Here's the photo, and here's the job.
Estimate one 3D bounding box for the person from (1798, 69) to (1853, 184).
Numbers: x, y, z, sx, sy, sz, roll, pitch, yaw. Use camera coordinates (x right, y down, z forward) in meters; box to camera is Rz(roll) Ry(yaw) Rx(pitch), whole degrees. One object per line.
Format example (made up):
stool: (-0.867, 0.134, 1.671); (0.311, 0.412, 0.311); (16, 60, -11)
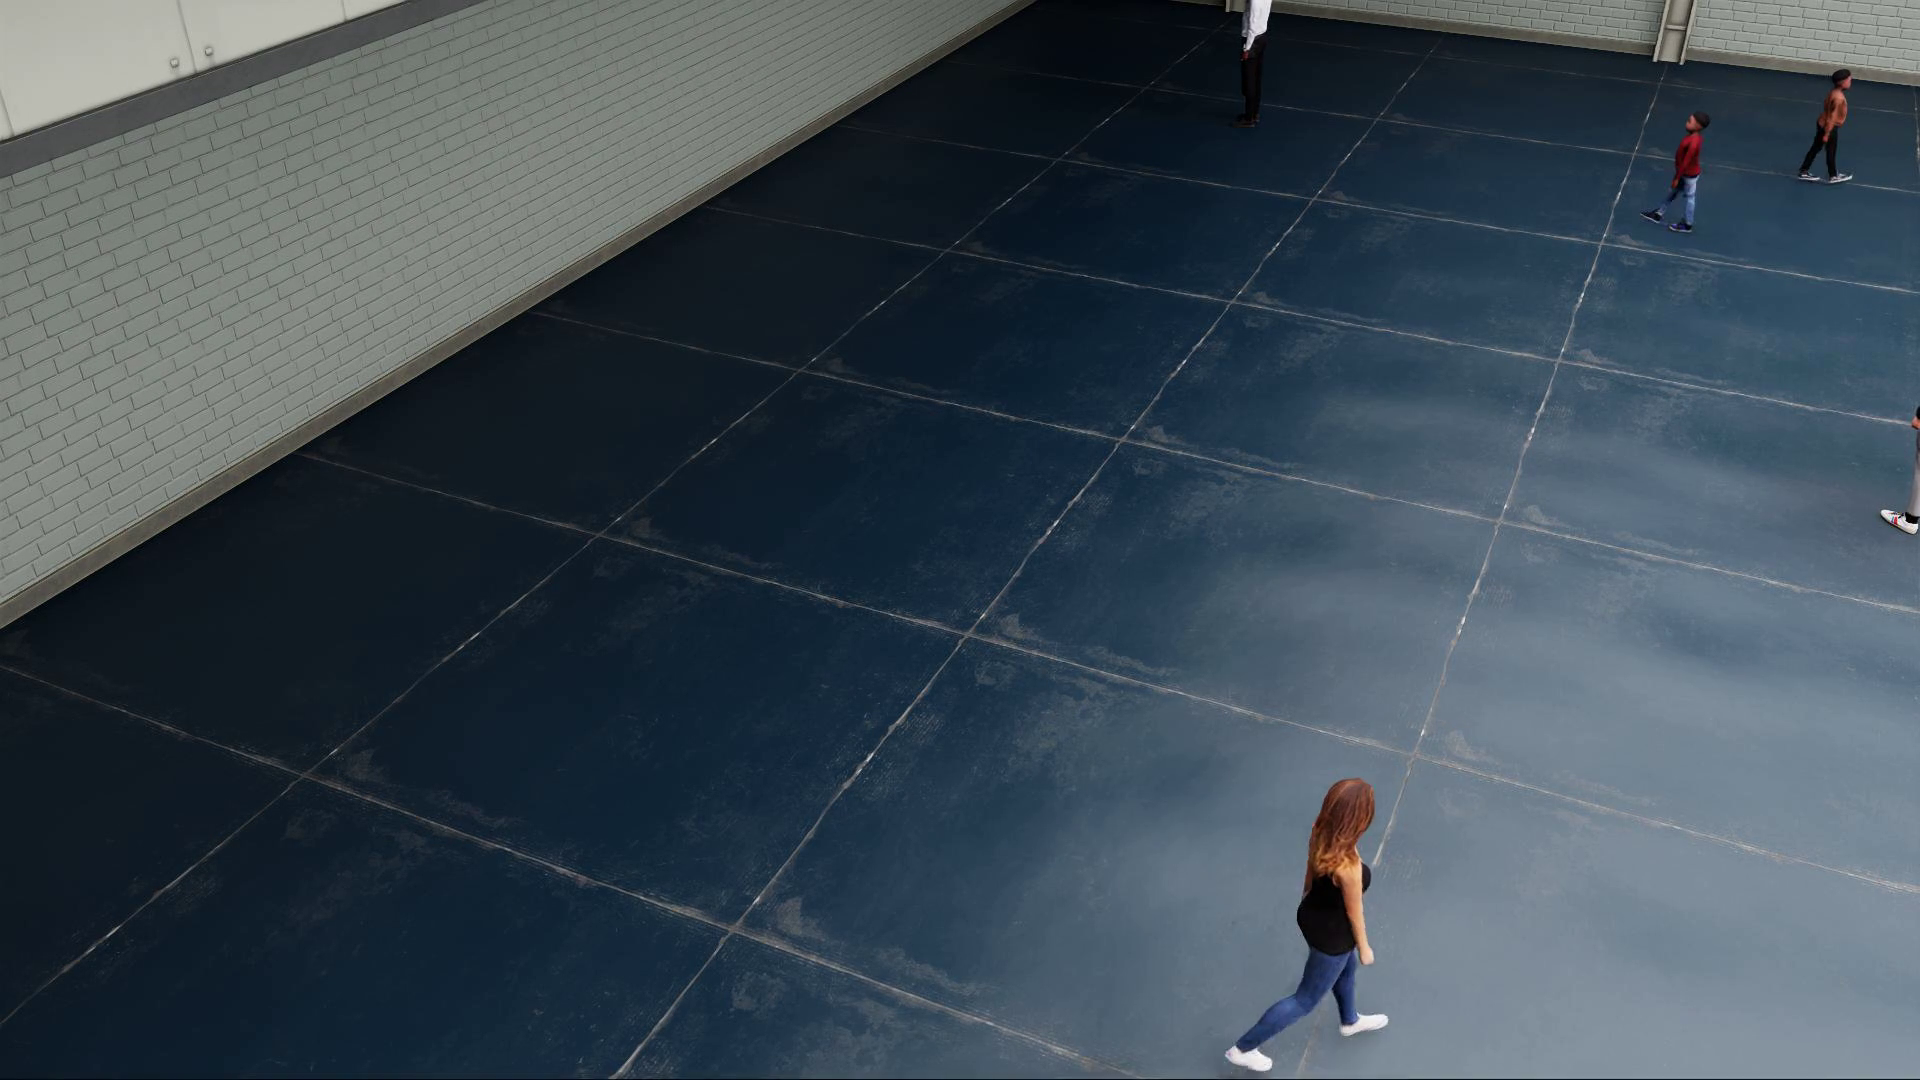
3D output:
person: (9.462, -4.535, 18.242); (0.793, 1.240, 0.622); (8, 33, 12)

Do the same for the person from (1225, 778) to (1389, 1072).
person: (1.636, 1.836, 7.727); (1.162, 1.683, 0.939); (-3, 32, -5)

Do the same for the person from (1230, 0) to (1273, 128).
person: (3.491, -5.851, 19.768); (0.542, 1.837, 0.650); (17, 36, 24)

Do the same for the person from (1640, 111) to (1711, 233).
person: (7.503, -3.745, 16.992); (0.739, 1.238, 0.512); (14, 35, 21)
